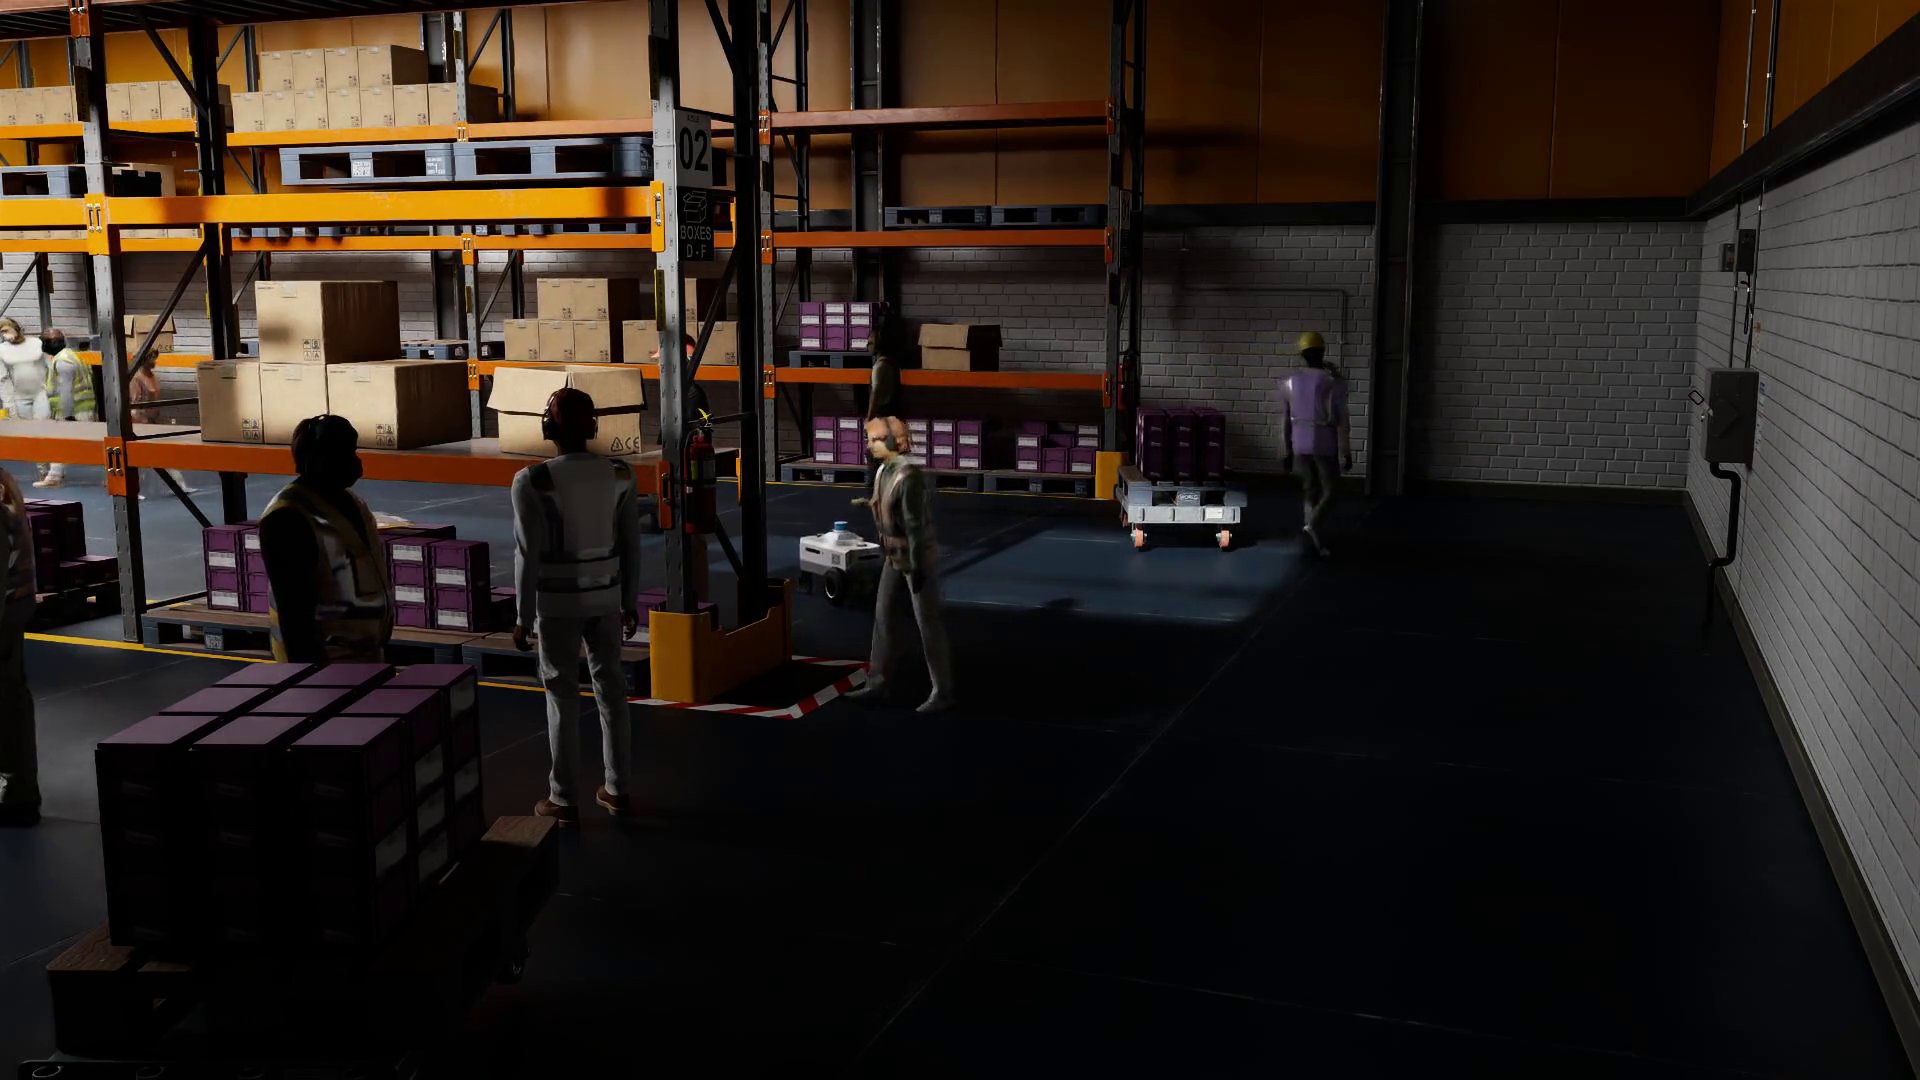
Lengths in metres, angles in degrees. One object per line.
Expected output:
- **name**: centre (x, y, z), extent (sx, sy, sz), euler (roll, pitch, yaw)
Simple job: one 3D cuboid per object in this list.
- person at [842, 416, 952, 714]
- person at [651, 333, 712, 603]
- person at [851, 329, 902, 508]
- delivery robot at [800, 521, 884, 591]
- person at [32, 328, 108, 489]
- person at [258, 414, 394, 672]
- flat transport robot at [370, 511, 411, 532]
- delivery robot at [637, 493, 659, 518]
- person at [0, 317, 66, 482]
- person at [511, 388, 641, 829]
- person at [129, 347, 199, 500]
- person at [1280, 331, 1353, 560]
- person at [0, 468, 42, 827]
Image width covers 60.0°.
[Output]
- **person**: centre (-0.326, 0.137, 8.972), extent (0.574, 1.607, 0.520), euler (-4, 10, -26)
- **person**: centre (-1.813, -0.370, 10.922), extent (0.376, 1.995, 0.608), euler (-1, 9, -5)
- **person**: centre (-0.856, -1.182, 16.556), extent (0.769, 1.817, 0.534), euler (2, 9, 14)
- **delivery robot**: centre (-0.866, 0.108, 12.121), extent (0.477, 0.478, 0.707), euler (-7, 11, -38)
- **person**: centre (-9.776, -1.459, 18.424), extent (0.917, 1.794, 0.649), euler (-5, 10, -29)
- **person**: centre (-2.355, 0.446, 6.279), extent (0.430, 1.845, 0.622), euler (0, 9, 3)
- **flat transport robot**: centre (-5.210, -0.080, 14.499), extent (0.652, 0.197, 1.431), euler (-7, 11, -37)
- **delivery robot**: centre (-2.991, -0.430, 15.514), extent (0.477, 0.478, 0.707), euler (-1, 9, -8)
- **person**: centre (-10.528, -1.574, 18.848), extent (0.720, 1.887, 0.589), euler (-3, 9, -15)
- **person**: centre (-1.639, 0.289, 7.135), extent (0.584, 1.882, 0.345), euler (-7, 12, -38)
- **person**: centre (-8.440, -1.207, 17.398), extent (0.814, 1.601, 0.537), euler (1, 9, 8)
- **person**: centre (2.903, -0.763, 13.682), extent (0.627, 1.899, 0.564), euler (7, 11, 36)
- **person**: centre (-4.183, 0.316, 7.133), extent (0.403, 1.827, 0.599), euler (-4, 10, -24)
